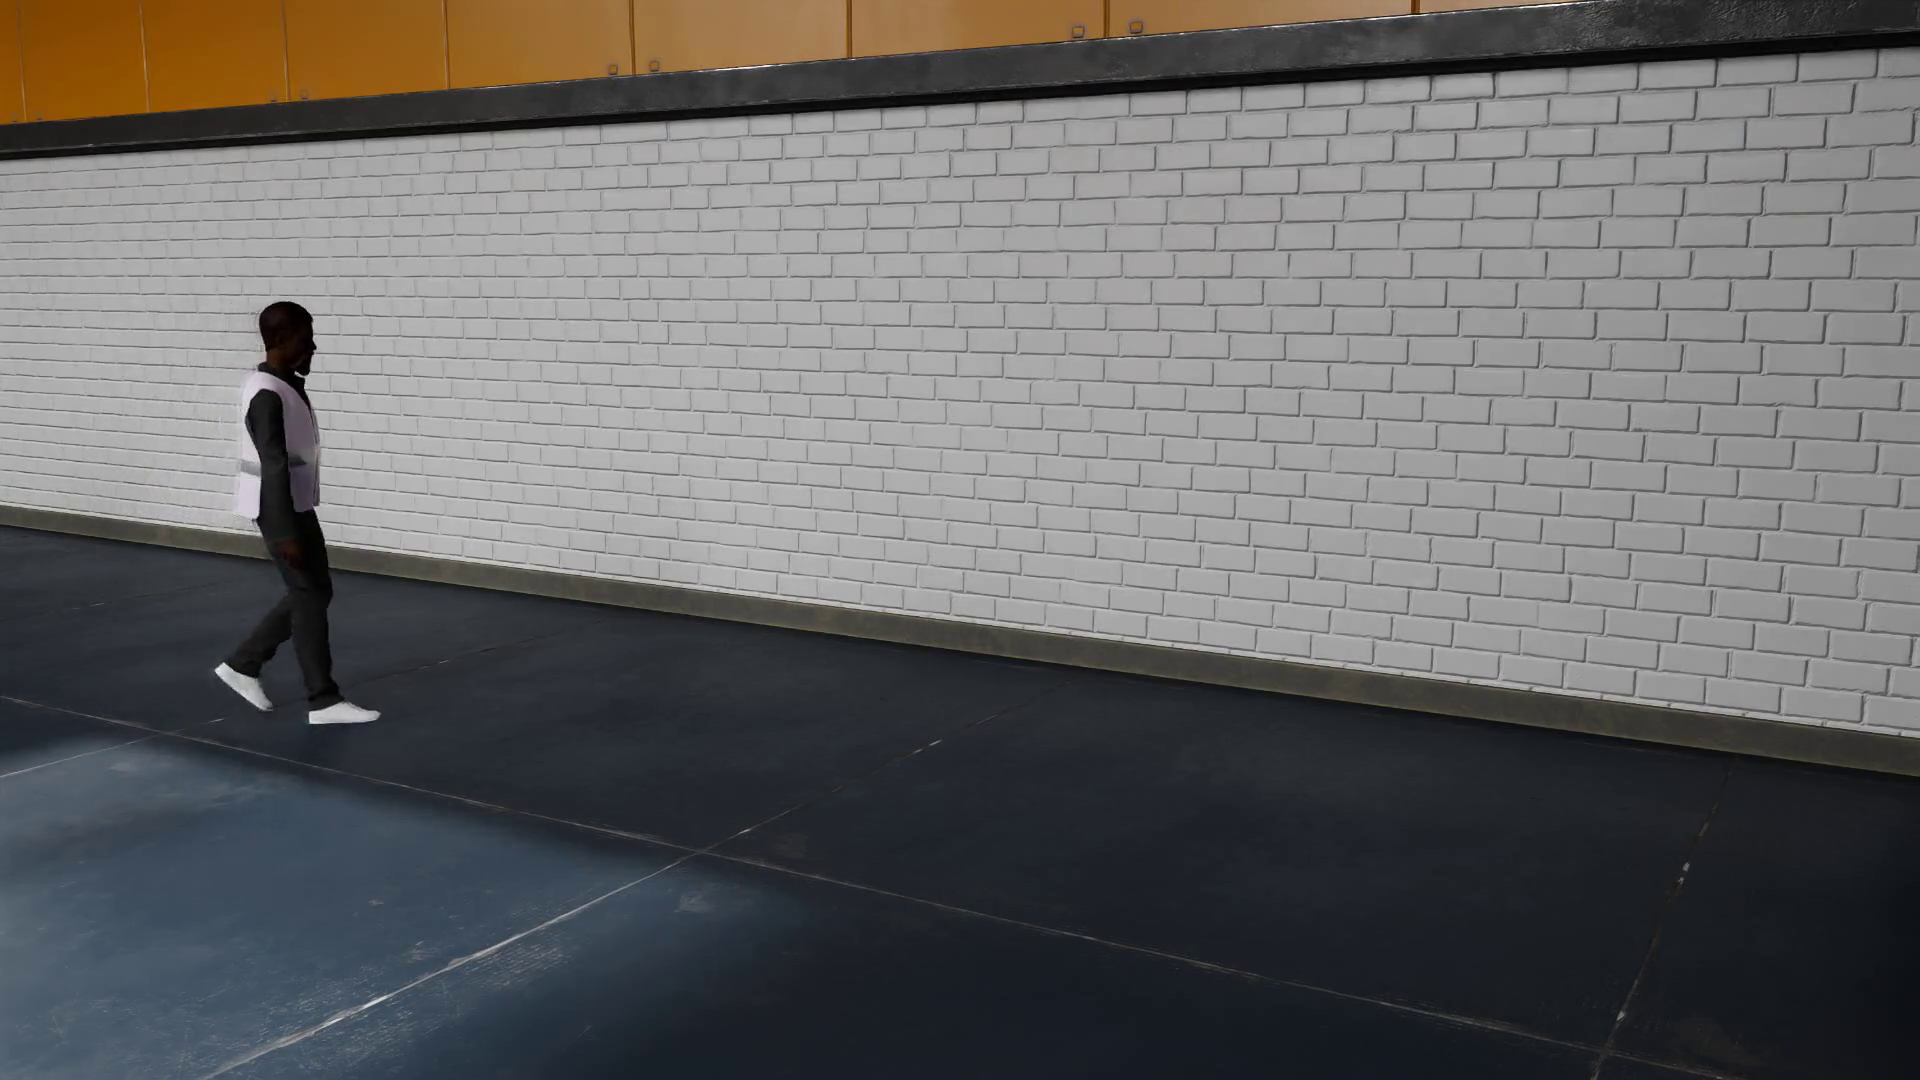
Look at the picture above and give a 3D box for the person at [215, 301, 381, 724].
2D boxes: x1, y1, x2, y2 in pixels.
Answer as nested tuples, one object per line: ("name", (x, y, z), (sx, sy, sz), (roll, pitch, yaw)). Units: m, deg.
("person", (-2.997, -0.106, 7.413), (0.672, 1.905, 0.598), (-2, 9, -11))
